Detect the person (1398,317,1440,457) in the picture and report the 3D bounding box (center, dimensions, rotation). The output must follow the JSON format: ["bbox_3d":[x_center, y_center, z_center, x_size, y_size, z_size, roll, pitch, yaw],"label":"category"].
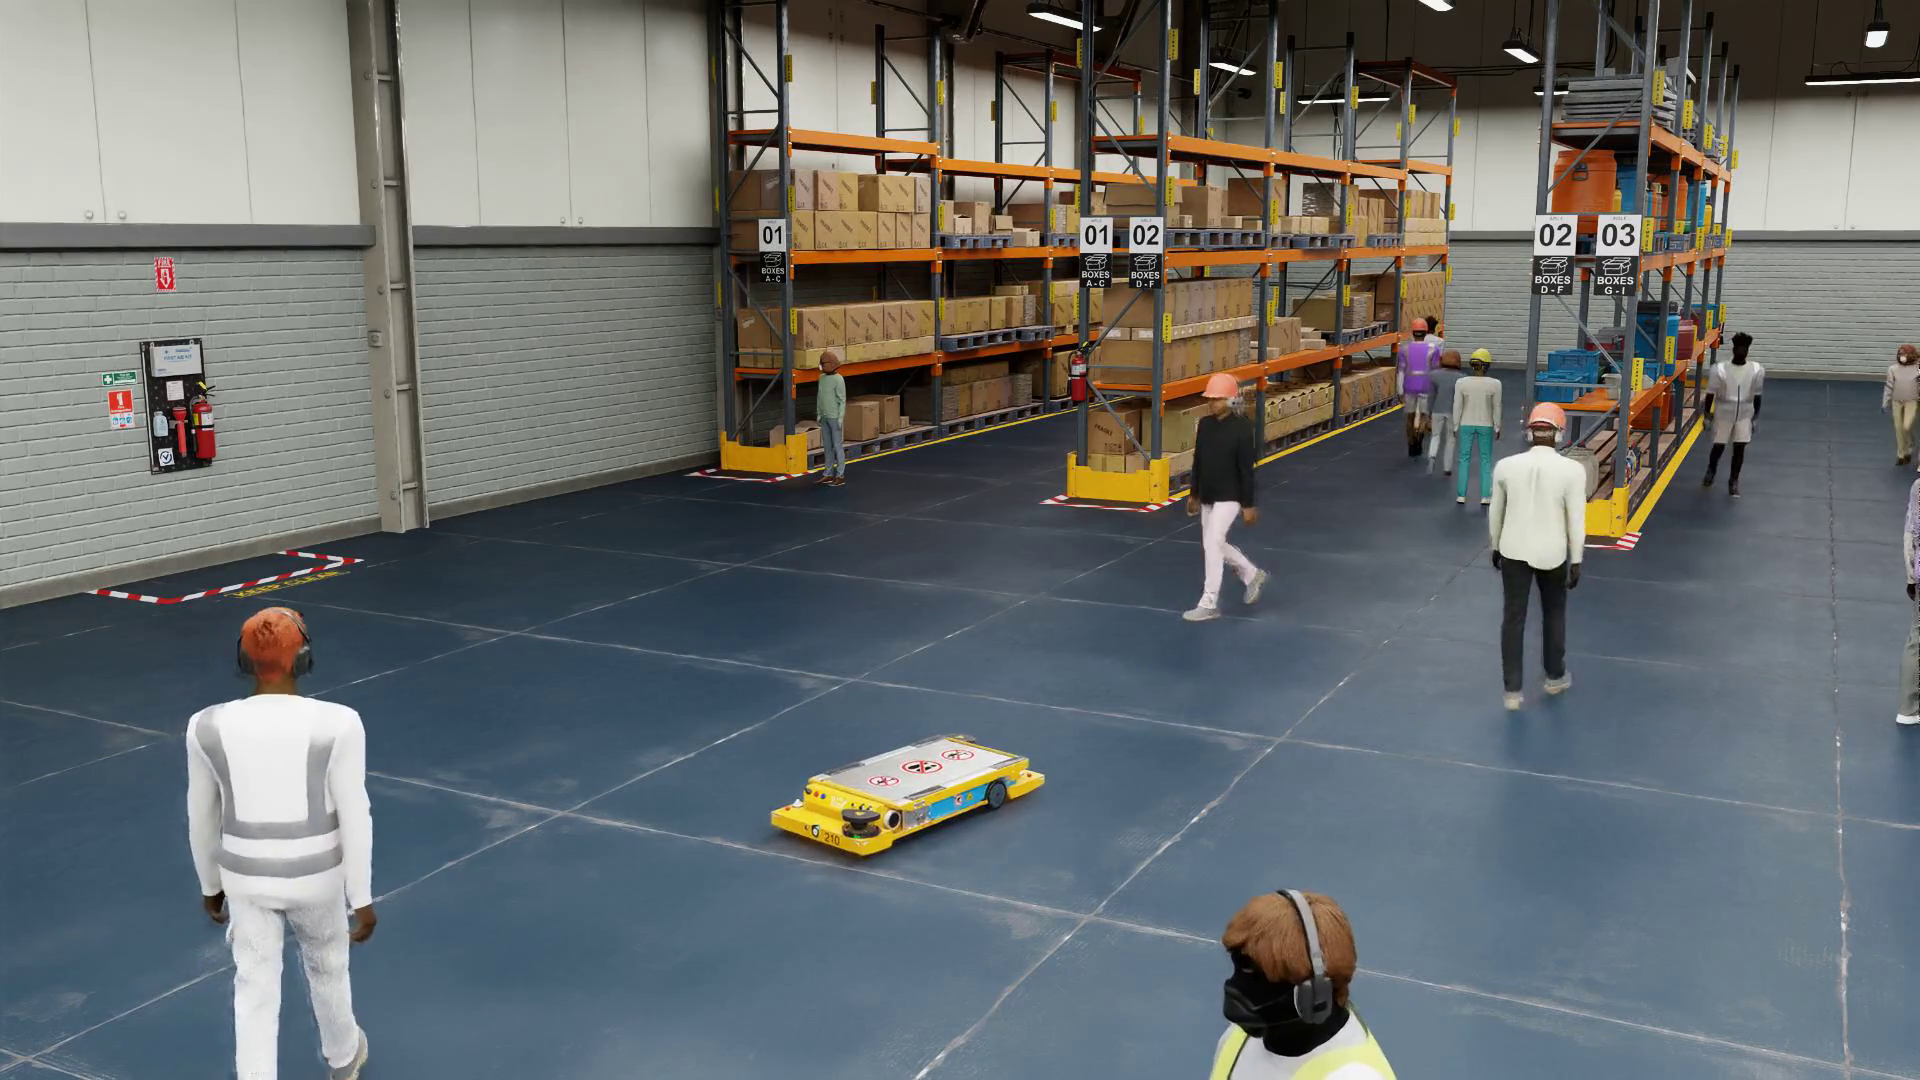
[{"bbox_3d":[6.245,-2.070,22.697,0.569,1.924,0.593,4,11,22],"label":"person"}]

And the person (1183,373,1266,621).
[{"bbox_3d":[2.144,-0.359,13.257,0.831,1.966,0.615,-5,12,-27],"label":"person"}]

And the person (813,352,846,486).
[{"bbox_3d":[-1.578,-1.477,20.253,0.283,1.633,0.498,-8,13,-39],"label":"person"}]

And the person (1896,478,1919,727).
[{"bbox_3d":[6.018,0.234,10.125,0.388,1.926,0.590,-2,11,-13],"label":"person"}]

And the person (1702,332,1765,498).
[{"bbox_3d":[9.004,-1.471,19.410,0.617,1.938,0.680,2,11,12],"label":"person"}]

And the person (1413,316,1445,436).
[{"bbox_3d":[7.097,-2.502,25.333,0.536,1.832,0.951,5,12,27],"label":"person"}]

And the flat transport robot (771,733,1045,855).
[{"bbox_3d":[-0.248,1.309,8.774,0.652,0.197,1.431,9,14,40],"label":"flat transport robot"}]

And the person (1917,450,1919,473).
[{"bbox_3d":[12.542,-1.720,21.219,0.534,1.766,0.317,3,11,18],"label":"person"}]

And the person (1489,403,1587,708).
[{"bbox_3d":[3.778,0.081,10.893,0.649,1.943,0.910,6,12,31],"label":"person"}]

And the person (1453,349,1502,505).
[{"bbox_3d":[5.841,-1.276,18.803,0.529,1.765,0.326,4,11,22],"label":"person"}]

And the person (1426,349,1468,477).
[{"bbox_3d":[6.094,-1.583,20.855,0.529,1.618,0.444,6,12,30],"label":"person"}]

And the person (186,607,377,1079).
[{"bbox_3d":[-2.246,1.122,5.555,0.596,1.829,0.974,-1,10,-8],"label":"person"}]

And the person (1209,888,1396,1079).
[{"bbox_3d":[0.626,1.548,3.237,0.429,1.837,0.628,-1,10,-5],"label":"person"}]

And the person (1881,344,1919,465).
[{"bbox_3d":[12.441,-1.778,21.927,0.433,1.610,0.516,-8,13,-37],"label":"person"}]
